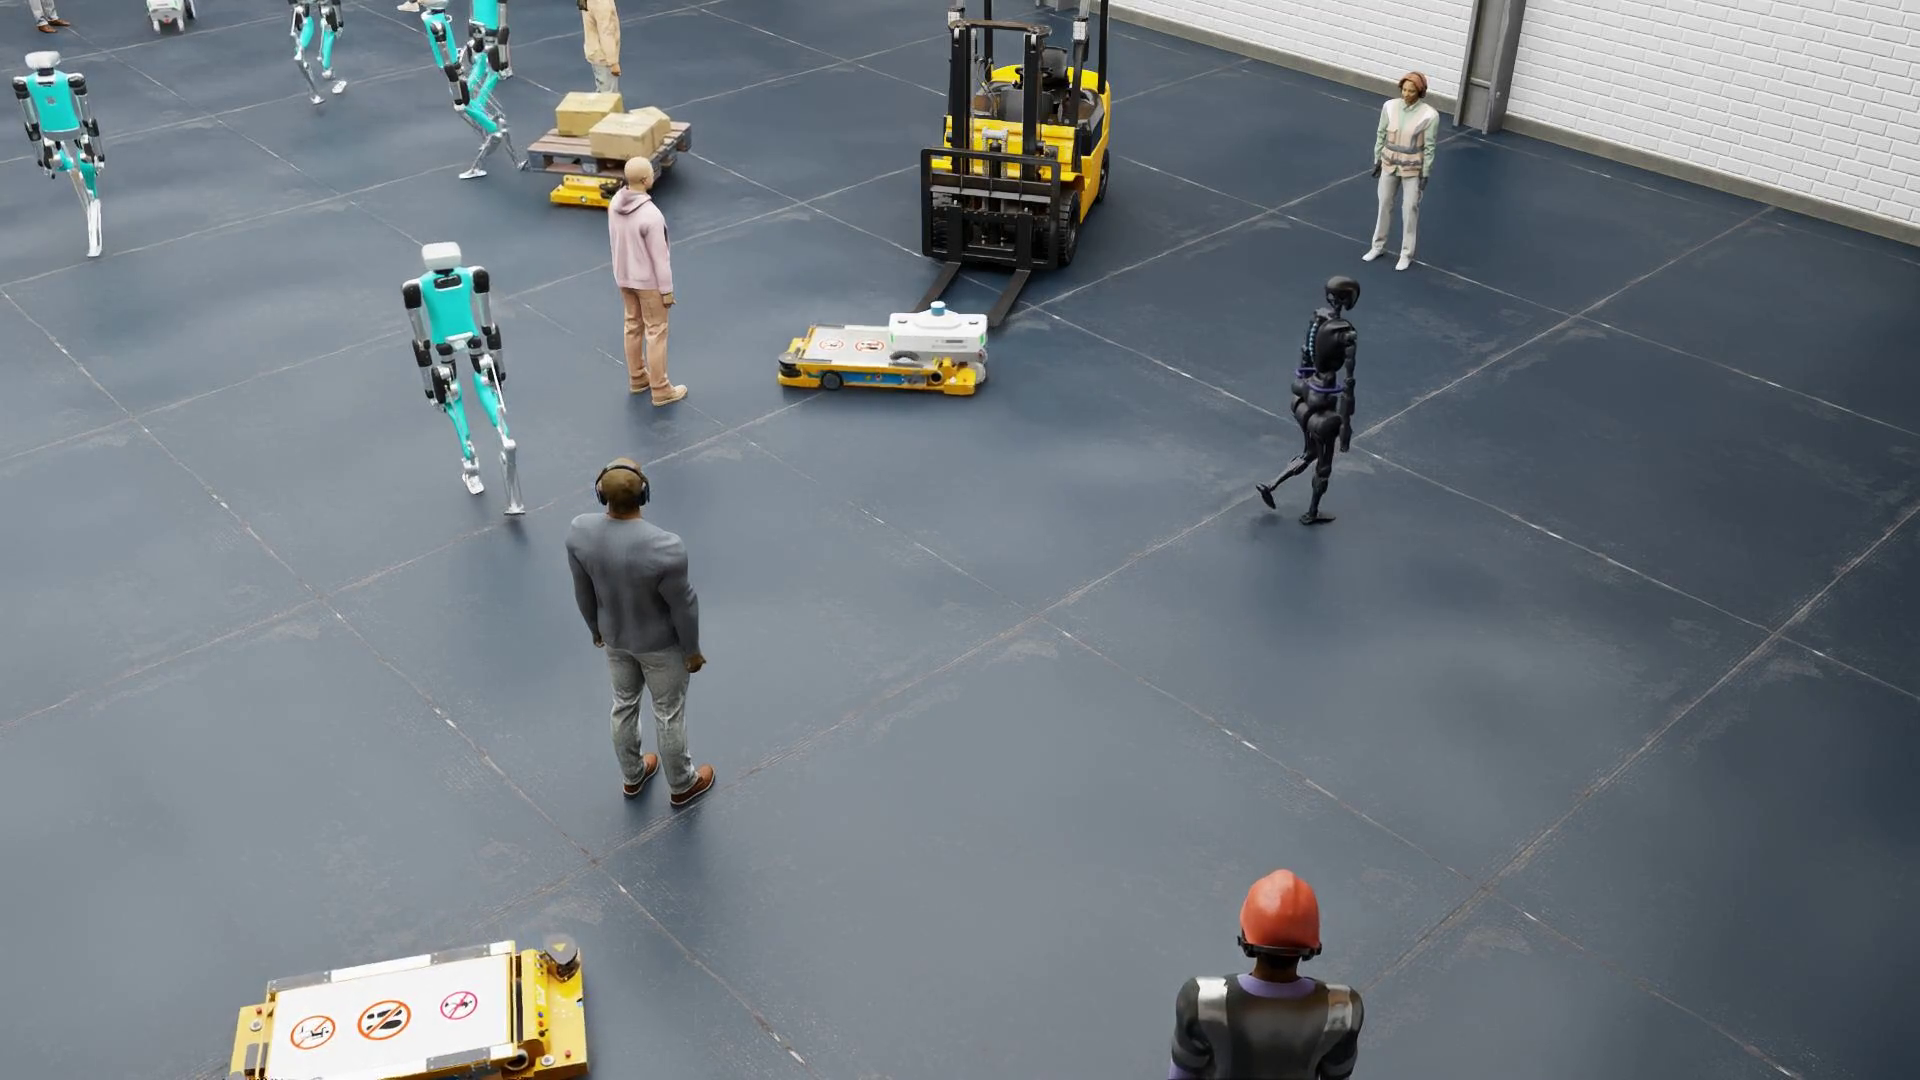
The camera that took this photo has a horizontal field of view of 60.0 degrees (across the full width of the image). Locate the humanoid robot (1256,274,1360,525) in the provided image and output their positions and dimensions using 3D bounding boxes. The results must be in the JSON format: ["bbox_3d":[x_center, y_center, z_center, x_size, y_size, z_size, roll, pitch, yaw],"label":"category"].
[{"bbox_3d":[2.140,-0.827,10.149,0.506,1.641,0.604,-10,34,-15],"label":"humanoid robot"}]

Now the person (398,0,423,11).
[{"bbox_3d":[-6.666,-7.314,19.949,0.408,1.865,0.822,16,36,23],"label":"person"}]

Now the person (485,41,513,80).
[{"bbox_3d":[-5.076,-5.808,17.728,0.328,1.765,0.531,-15,36,-22],"label":"person"}]

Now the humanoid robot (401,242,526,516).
[{"bbox_3d":[-2.968,-0.881,10.224,0.530,1.769,1.006,-18,37,-26],"label":"humanoid robot"}]

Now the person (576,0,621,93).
[{"bbox_3d":[-3.396,-4.614,15.803,0.394,1.872,0.558,-12,35,-18],"label":"person"}]

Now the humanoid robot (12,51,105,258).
[{"bbox_3d":[-7.408,-3.282,13.918,0.534,1.766,1.034,-10,34,-14],"label":"humanoid robot"}]

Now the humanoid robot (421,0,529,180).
[{"bbox_3d":[-4.344,-4.091,15.179,0.874,1.838,0.567,-11,35,-16],"label":"humanoid robot"}]

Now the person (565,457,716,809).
[{"bbox_3d":[-1.509,0.459,7.938,0.632,1.940,0.369,11,35,17],"label":"person"}]

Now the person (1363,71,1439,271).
[{"bbox_3d":[3.603,-3.011,13.553,0.517,1.633,0.316,25,40,33],"label":"person"}]

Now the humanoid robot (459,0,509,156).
[{"bbox_3d":[-4.599,-4.499,15.775,0.552,1.811,0.798,24,40,32],"label":"humanoid robot"}]

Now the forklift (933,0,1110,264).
[{"bbox_3d":[0.570,-3.725,14.138,1.214,2.155,2.313,9,34,13],"label":"forklift"}]

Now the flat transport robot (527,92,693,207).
[{"bbox_3d":[-3.219,-3.455,15.483,0.659,0.231,1.431,7,34,11],"label":"flat transport robot"}]

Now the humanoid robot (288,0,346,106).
[{"bbox_3d":[-6.571,-5.231,16.902,0.552,1.758,1.052,-1,33,-2],"label":"humanoid robot"}]

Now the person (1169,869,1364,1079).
[{"bbox_3d":[0.987,1.918,5.617,0.598,2.035,0.408,0,33,0],"label":"person"}]

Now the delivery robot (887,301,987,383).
[{"bbox_3d":[-0.183,-1.443,12.141,0.801,0.608,0.499,1,33,2],"label":"delivery robot"}]

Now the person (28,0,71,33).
[{"bbox_3d":[-10.766,-6.747,19.272,0.334,1.651,0.458,4,33,6],"label":"person"}]

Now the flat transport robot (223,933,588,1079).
[{"bbox_3d":[-2.313,2.070,6.992,1.431,0.231,0.659,-7,34,-11],"label":"flat transport robot"}]

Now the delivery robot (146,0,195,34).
[{"bbox_3d":[-9.369,-6.328,19.651,0.499,0.611,0.804,-10,34,-15],"label":"delivery robot"}]

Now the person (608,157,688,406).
[{"bbox_3d":[-2.199,-1.780,11.533,0.519,1.777,0.409,25,40,33],"label":"person"}]

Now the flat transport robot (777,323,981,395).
[{"bbox_3d":[-0.576,-1.324,12.209,1.431,0.231,0.659,3,33,5],"label":"flat transport robot"}]
